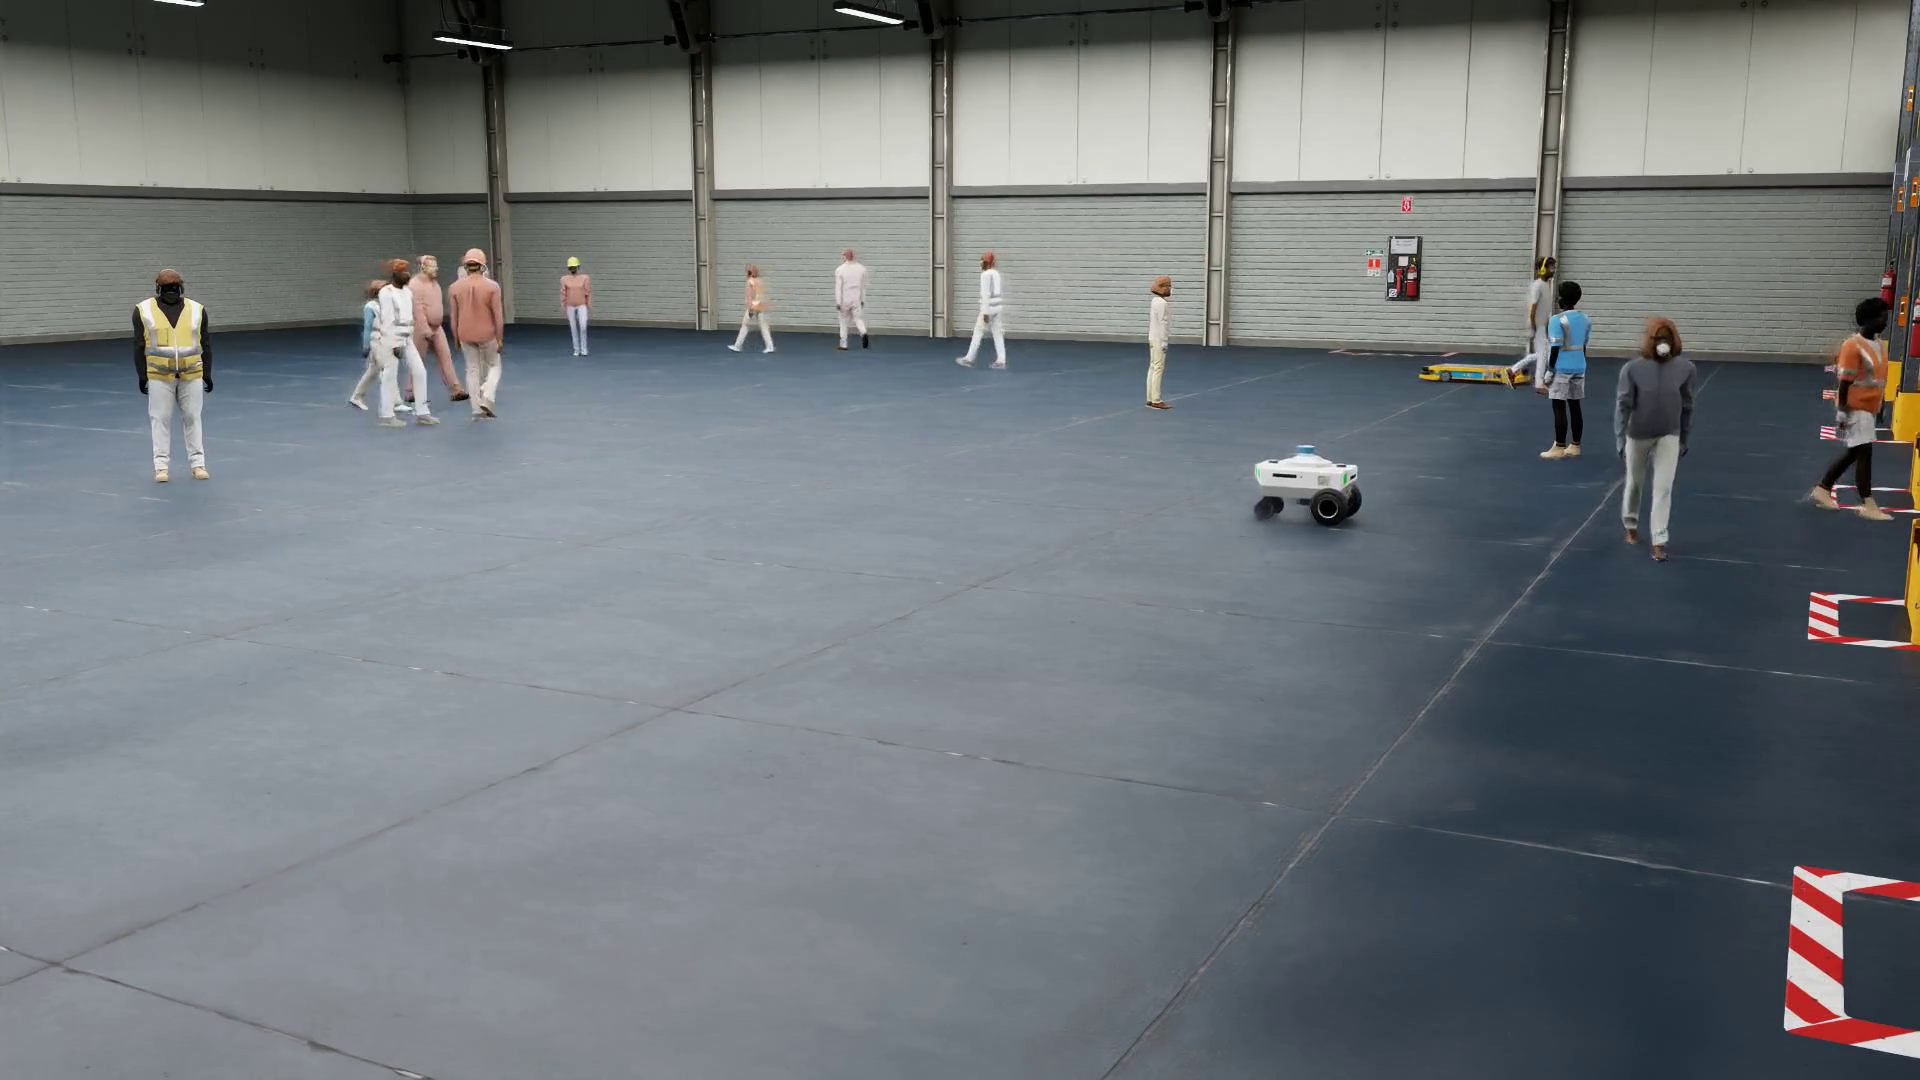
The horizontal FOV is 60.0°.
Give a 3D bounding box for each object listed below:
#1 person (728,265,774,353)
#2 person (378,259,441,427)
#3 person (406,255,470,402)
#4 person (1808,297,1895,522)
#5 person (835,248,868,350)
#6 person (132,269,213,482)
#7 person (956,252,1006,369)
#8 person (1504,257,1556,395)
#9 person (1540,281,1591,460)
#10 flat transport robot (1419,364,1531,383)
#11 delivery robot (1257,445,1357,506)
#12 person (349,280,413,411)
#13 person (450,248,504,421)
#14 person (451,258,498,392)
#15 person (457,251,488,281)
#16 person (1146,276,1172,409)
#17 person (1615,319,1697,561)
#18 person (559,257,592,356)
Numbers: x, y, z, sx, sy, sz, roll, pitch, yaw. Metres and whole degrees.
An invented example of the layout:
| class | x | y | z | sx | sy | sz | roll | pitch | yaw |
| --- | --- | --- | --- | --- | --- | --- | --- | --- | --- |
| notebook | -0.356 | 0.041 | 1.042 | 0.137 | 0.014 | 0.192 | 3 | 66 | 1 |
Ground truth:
| class | x | y | z | sx | sy | sz | roll | pitch | yaw |
| --- | --- | --- | --- | --- | --- | --- | --- | --- | --- |
| person | -3.763 | -4.178 | 30.140 | 0.877 | 1.590 | 0.539 | 4 | 11 | 22 |
| person | -6.154 | -2.170 | 18.472 | 0.766 | 1.859 | 0.599 | 3 | 11 | 17 |
| person | -6.678 | -2.665 | 21.149 | 0.938 | 1.867 | 0.644 | 4 | 11 | 19 |
| person | 6.805 | -0.993 | 12.609 | 0.542 | 1.681 | 0.724 | -8 | 13 | -36 |
| person | -2.016 | -4.443 | 30.764 | 0.654 | 1.886 | 0.715 | -6 | 12 | -31 |
| person | -6.823 | -1.425 | 14.462 | 0.621 | 1.839 | 0.429 | -7 | 12 | -32 |
| person | 0.364 | -3.668 | 26.645 | 0.918 | 1.844 | 0.612 | 6 | 12 | 28 |
| person | 7.737 | -2.886 | 22.402 | 0.672 | 1.848 | 0.527 | 6 | 12 | 30 |
| person | 5.769 | -1.610 | 15.848 | 0.540 | 1.695 | 0.318 | -7 | 12 | -33 |
| flat transport robot | 7.499 | -2.434 | 24.229 | 1.431 | 0.197 | 0.652 | 7 | 13 | 35 |
| delivery robot | 2.597 | -0.466 | 12.473 | 0.707 | 0.478 | 0.477 | 5 | 12 | 26 |
| person | -7.108 | -2.360 | 20.216 | 0.836 | 1.598 | 0.515 | 0 | 10 | 3 |
| person | -5.526 | -2.345 | 19.101 | 0.615 | 1.979 | 0.427 | 0 | 10 | 1 |
| person | -6.533 | -2.897 | 22.413 | 0.611 | 1.868 | 0.986 | 0 | 10 | -2 |
| person | -9.547 | -4.742 | 32.593 | 0.478 | 1.830 | 0.632 | 10 | 14 | 42 |
| person | 2.466 | -2.432 | 20.505 | 0.274 | 1.632 | 0.503 | -1 | 10 | -6 |
| person | 4.636 | -0.692 | 11.157 | 0.509 | 1.582 | 0.870 | 2 | 11 | 12 |
| person | -6.774 | -4.100 | 29.282 | 0.545 | 1.740 | 0.662 | -1 | 10 | -7 |
